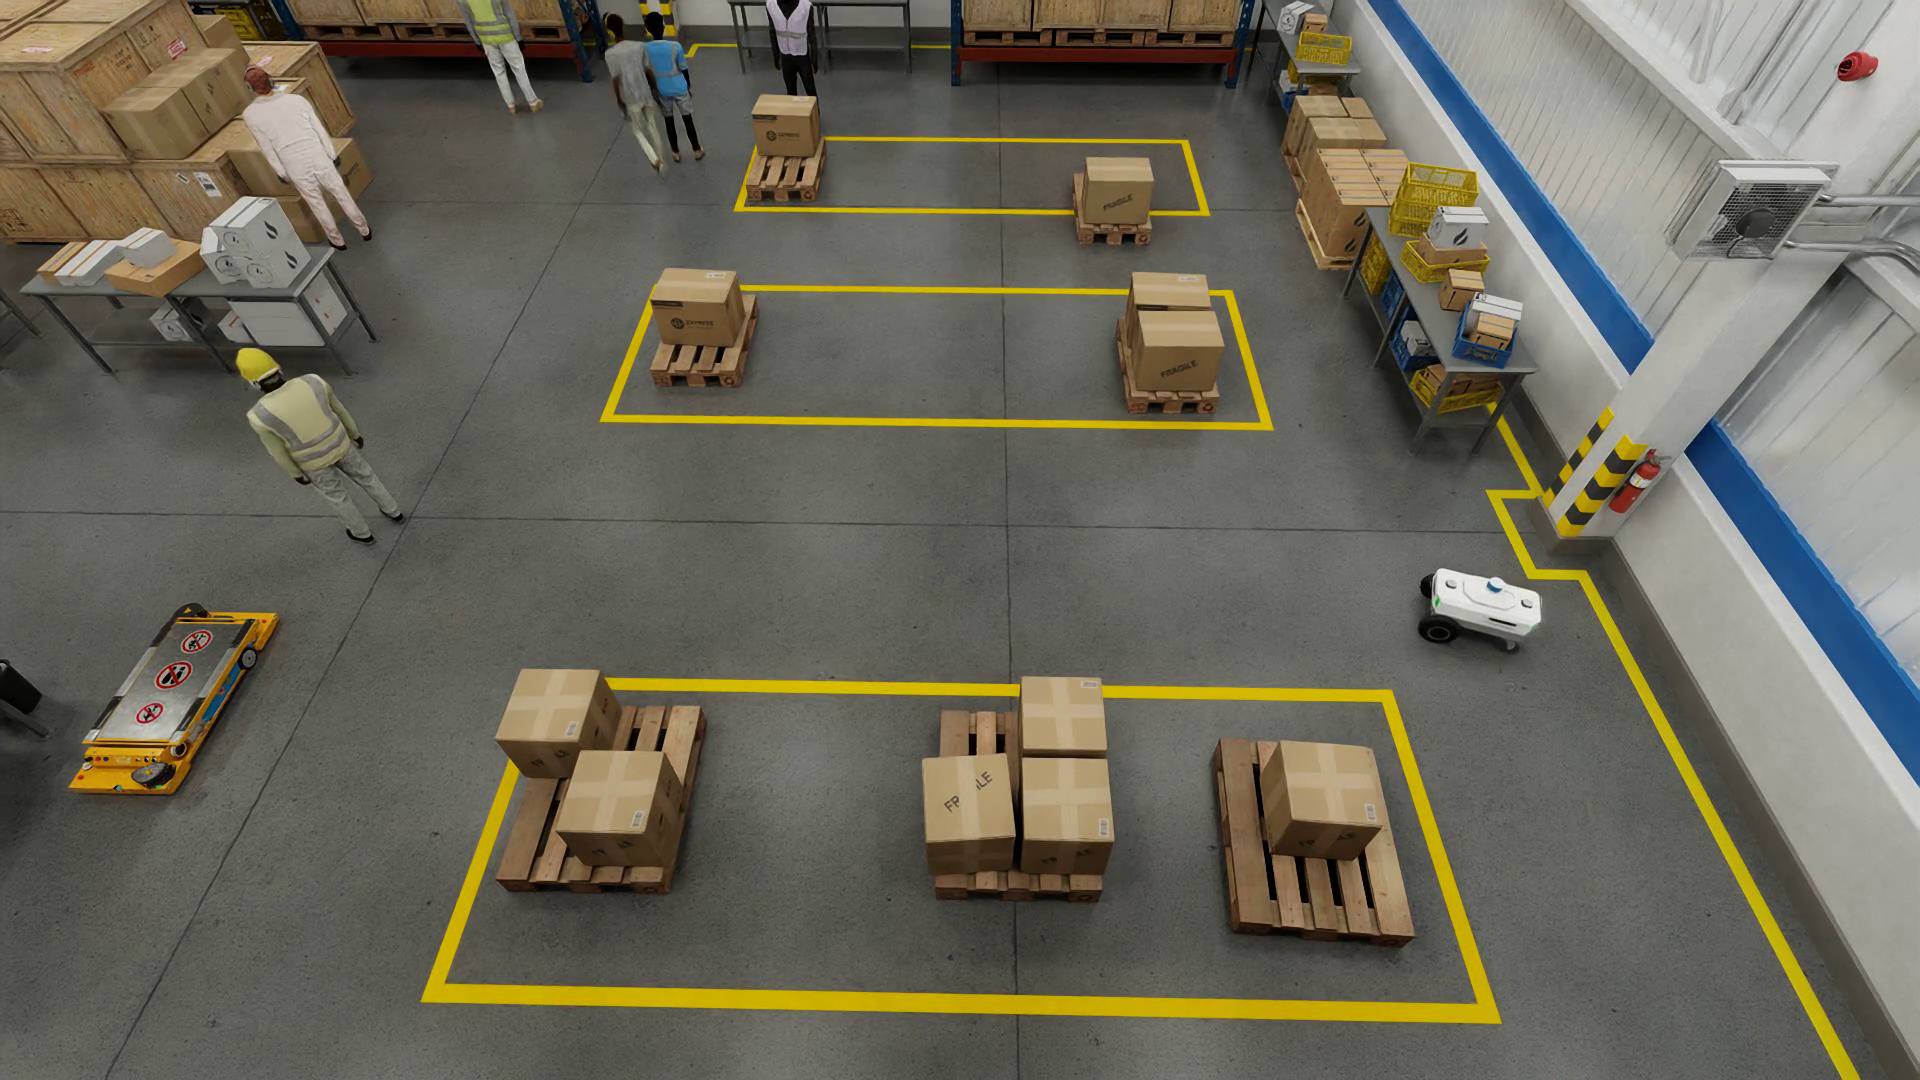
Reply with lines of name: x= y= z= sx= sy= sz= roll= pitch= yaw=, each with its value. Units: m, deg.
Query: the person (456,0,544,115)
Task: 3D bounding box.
person: x=-5.943 y=-6.454 z=11.788 sx=0.623 sy=1.845 sz=0.430 roll=-4 pitch=50 yaw=-4

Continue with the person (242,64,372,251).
person: x=-6.918 y=-4.003 z=9.672 sx=0.642 sy=1.910 sz=0.401 roll=-33 pitch=57 yaw=-25

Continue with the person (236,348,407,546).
person: x=-4.827 y=-0.691 z=6.925 sx=0.403 sy=1.823 sz=0.594 roll=25 pitch=54 yaw=19

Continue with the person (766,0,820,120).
person: x=-2.040 y=-6.041 z=11.397 sx=0.592 sy=1.910 sz=0.384 roll=7 pitch=50 yaw=6

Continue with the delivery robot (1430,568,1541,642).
delivery robot: x=3.834 y=0.458 z=6.717 sx=0.707 sy=0.478 sz=0.477 roll=15 pitch=51 yaw=13

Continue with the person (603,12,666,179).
person: x=-3.694 y=-5.080 z=10.621 sx=0.549 sy=1.850 sz=0.537 roll=-29 pitch=56 yaw=-22

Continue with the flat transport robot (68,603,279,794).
flat transport robot: x=-5.504 y=1.072 z=6.442 sx=0.652 sy=0.197 sz=1.431 roll=1 pitch=50 yaw=1

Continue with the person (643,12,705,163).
person: x=-3.461 y=-5.391 z=10.983 sx=0.529 sy=1.695 sz=0.321 roll=-6 pitch=50 yaw=-5
